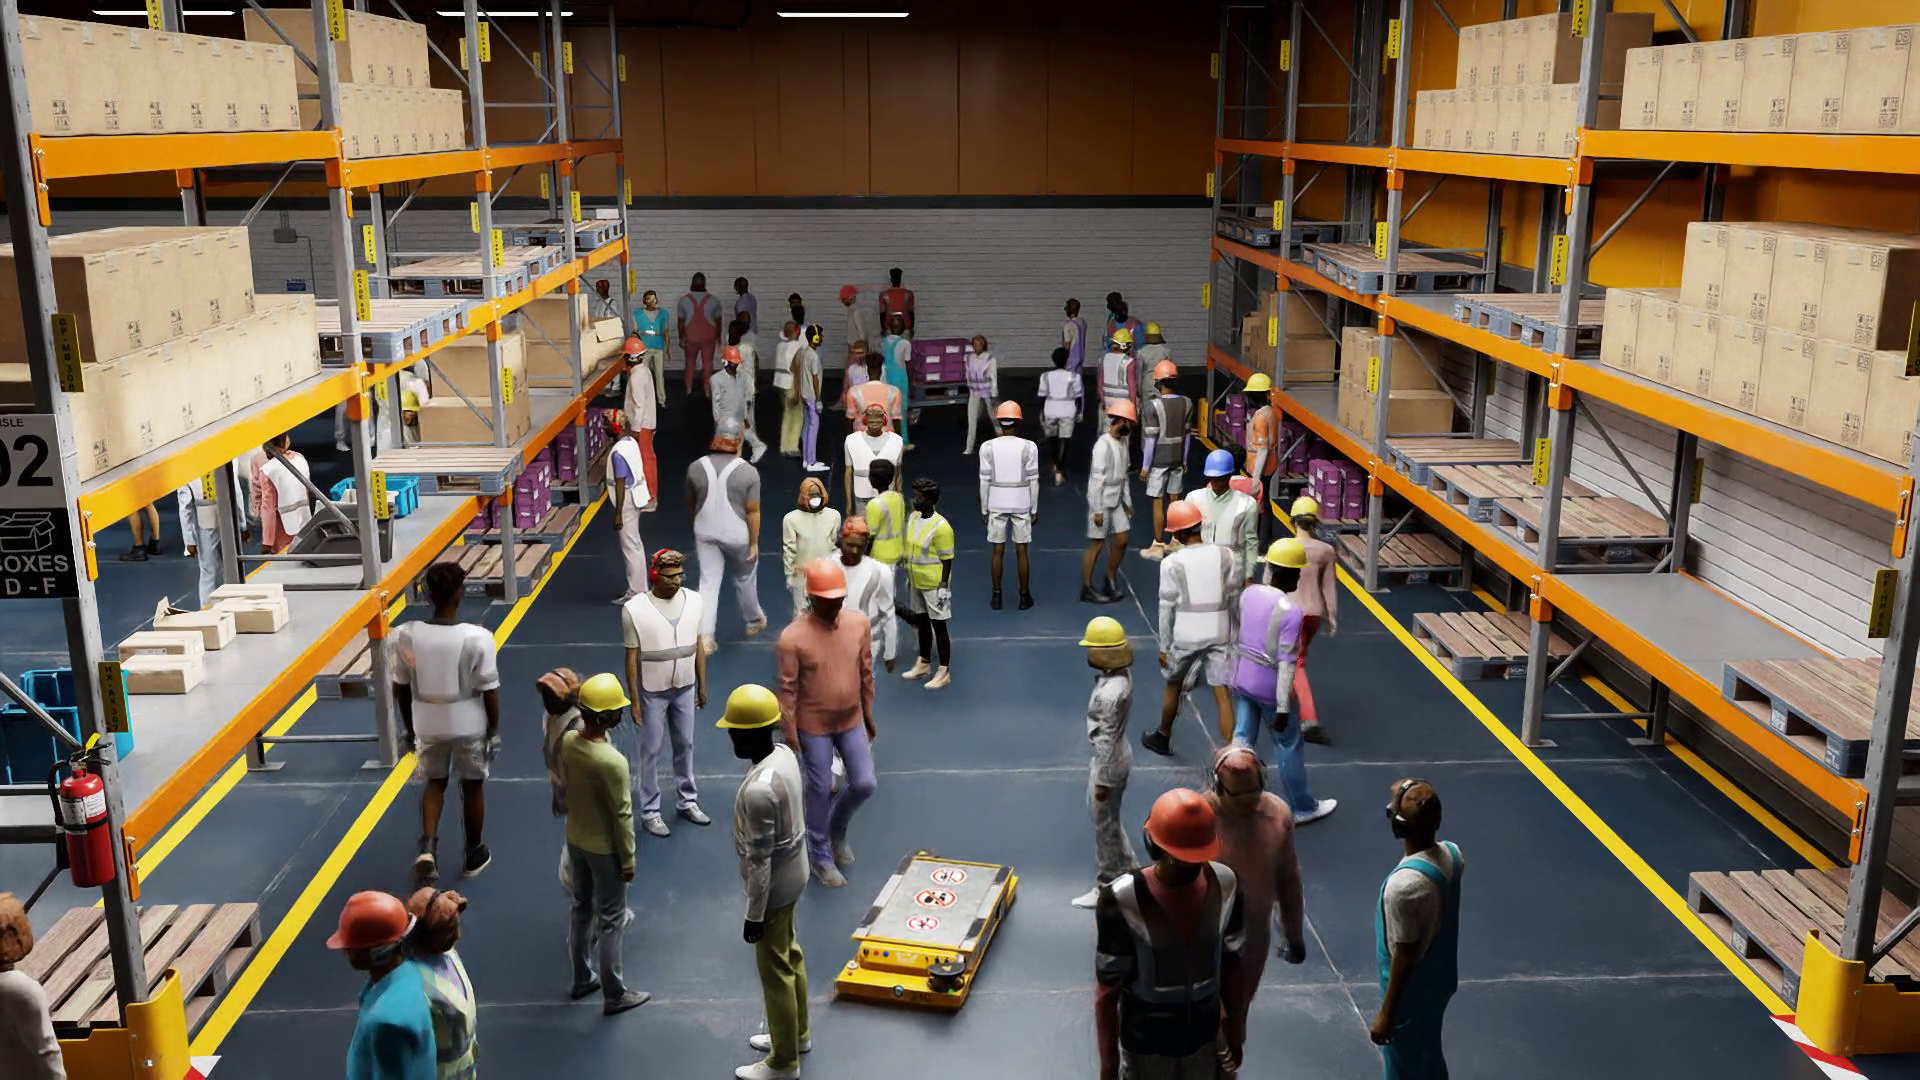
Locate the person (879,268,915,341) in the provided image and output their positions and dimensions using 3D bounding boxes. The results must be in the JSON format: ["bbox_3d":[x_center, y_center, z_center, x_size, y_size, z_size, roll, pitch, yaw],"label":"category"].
[{"bbox_3d":[-1.055,-3.588,27.951,0.606,1.967,0.367,-1,14,-5],"label":"person"}]

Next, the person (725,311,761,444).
[{"bbox_3d":[-2.988,-2.247,22.952,0.503,1.839,0.349,-10,17,-34],"label":"person"}]

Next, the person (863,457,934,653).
[{"bbox_3d":[-0.574,0.136,13.926,0.746,1.669,0.532,4,15,16],"label":"person"}]

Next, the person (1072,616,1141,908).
[{"bbox_3d":[0.855,1.264,9.373,0.407,1.730,0.492,2,14,9],"label":"person"}]

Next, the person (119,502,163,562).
[{"bbox_3d":[-8.419,-0.740,16.835,0.376,1.934,0.547,4,15,14],"label":"person"}]

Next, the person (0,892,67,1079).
[{"bbox_3d":[-3.553,2.102,6.279,0.498,1.634,0.280,6,15,22],"label":"person"}]

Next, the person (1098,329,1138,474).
[{"bbox_3d":[2.017,-1.754,21.028,0.404,1.829,0.592,-12,19,-40],"label":"person"}]

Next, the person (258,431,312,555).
[{"bbox_3d":[-5.760,-0.065,14.255,0.414,1.907,0.595,3,15,10],"label":"person"}]

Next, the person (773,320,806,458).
[{"bbox_3d":[-2.239,-1.992,22.006,0.459,1.803,0.599,-12,18,-39],"label":"person"}]

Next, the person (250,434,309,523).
[{"bbox_3d":[-6.390,-0.290,15.668,0.499,1.632,0.285,-4,15,-16],"label":"person"}]

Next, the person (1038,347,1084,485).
[{"bbox_3d":[1.264,-1.560,20.607,0.543,1.654,0.865,5,15,18],"label":"person"}]

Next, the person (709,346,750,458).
[{"bbox_3d":[-2.757,-1.479,20.109,0.332,1.746,0.559,11,18,37],"label":"person"}]

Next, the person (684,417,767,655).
[{"bbox_3d":[-1.978,-0.089,14.068,0.695,2.000,1.003,3,15,12],"label":"person"}]

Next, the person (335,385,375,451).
[{"bbox_3d":[-8.220,-2.151,22.486,0.703,1.891,0.405,-11,18,-37],"label":"person"}]

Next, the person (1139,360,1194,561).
[{"bbox_3d":[2.065,-0.804,16.873,0.616,2.040,0.373,-10,17,-35],"label":"person"}]

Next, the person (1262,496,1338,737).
[{"bbox_3d":[2.532,0.557,12.191,0.536,1.716,0.844,-4,15,-15],"label":"person"}]

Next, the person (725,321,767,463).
[{"bbox_3d":[-2.878,-1.885,21.411,0.534,1.896,0.619,-6,16,-23],"label":"person"}]

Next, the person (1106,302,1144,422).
[{"bbox_3d":[2.391,-2.588,24.381,0.628,1.804,0.642,9,17,33],"label":"person"}]

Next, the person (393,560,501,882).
[{"bbox_3d":[-2.965,1.078,9.657,0.624,1.954,0.587,0,14,1],"label":"person"}]

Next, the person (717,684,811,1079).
[{"bbox_3d":[-0.905,1.589,7.736,0.402,1.919,0.582,1,14,2],"label":"person"}]

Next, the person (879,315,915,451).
[{"bbox_3d":[-0.872,-2.093,22.373,0.545,1.849,0.416,8,16,28],"label":"person"}]

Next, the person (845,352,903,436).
[{"bbox_3d":[-0.952,-1.091,18.217,0.631,1.921,0.808,-2,14,-7],"label":"person"}]

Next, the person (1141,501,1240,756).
[{"bbox_3d":[1.644,0.670,11.437,0.579,1.880,0.843,-2,14,-9],"label":"person"}]

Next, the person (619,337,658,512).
[{"bbox_3d":[-3.651,-1.311,18.956,0.392,1.995,0.612,0,14,0],"label":"person"}]

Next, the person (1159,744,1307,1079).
[{"bbox_3d":[1.185,1.747,7.195,0.744,1.867,0.579,-8,16,-28],"label":"person"}]

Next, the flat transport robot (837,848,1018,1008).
[{"bbox_3d":[-0.145,2.080,9.083,0.652,0.197,1.431,3,15,13],"label":"flat transport robot"}]

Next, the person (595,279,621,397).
[{"bbox_3d":[-5.692,-3.258,26.818,0.353,1.886,0.573,-12,19,-40],"label":"person"}]

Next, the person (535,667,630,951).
[{"bbox_3d":[-2.045,1.439,8.901,0.366,1.622,0.534,-8,17,-30],"label":"person"}]

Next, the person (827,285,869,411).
[{"bbox_3d":[-1.515,-2.950,25.529,1.005,1.943,0.661,-2,14,-7],"label":"person"}]

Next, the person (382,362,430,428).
[{"bbox_3d":[-6.315,-1.250,19.092,0.778,1.828,0.485,9,17,33],"label":"person"}]
